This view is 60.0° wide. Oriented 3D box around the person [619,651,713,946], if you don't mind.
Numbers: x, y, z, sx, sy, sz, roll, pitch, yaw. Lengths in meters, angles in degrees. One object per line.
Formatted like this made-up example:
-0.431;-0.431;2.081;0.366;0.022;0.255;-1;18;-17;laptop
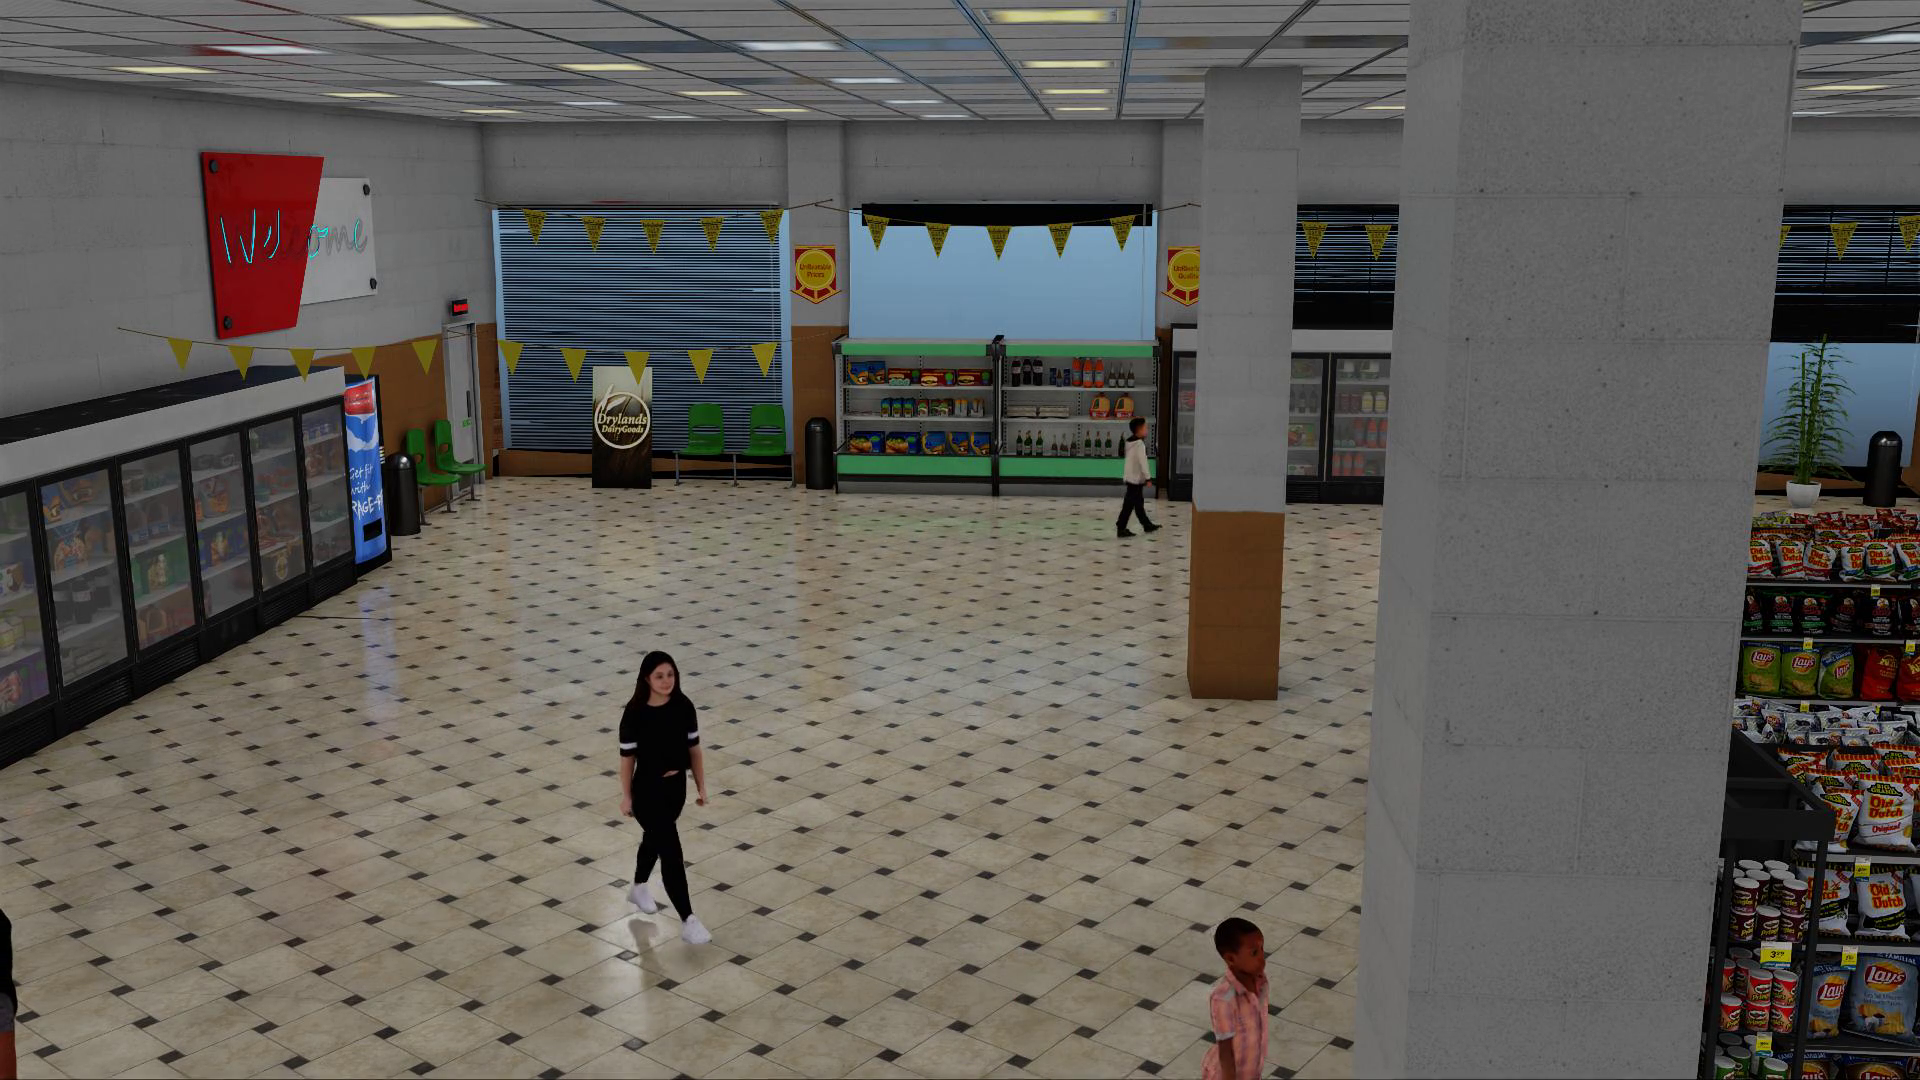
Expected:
-1.698;1.402;9.266;1.072;1.591;1.128;-9;15;-38;person

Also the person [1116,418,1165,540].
1.998;-0.714;19.706;0.939;1.430;0.760;-3;12;-12;person

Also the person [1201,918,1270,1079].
1.027;2.123;6.614;0.866;1.272;0.954;-11;16;-43;person
